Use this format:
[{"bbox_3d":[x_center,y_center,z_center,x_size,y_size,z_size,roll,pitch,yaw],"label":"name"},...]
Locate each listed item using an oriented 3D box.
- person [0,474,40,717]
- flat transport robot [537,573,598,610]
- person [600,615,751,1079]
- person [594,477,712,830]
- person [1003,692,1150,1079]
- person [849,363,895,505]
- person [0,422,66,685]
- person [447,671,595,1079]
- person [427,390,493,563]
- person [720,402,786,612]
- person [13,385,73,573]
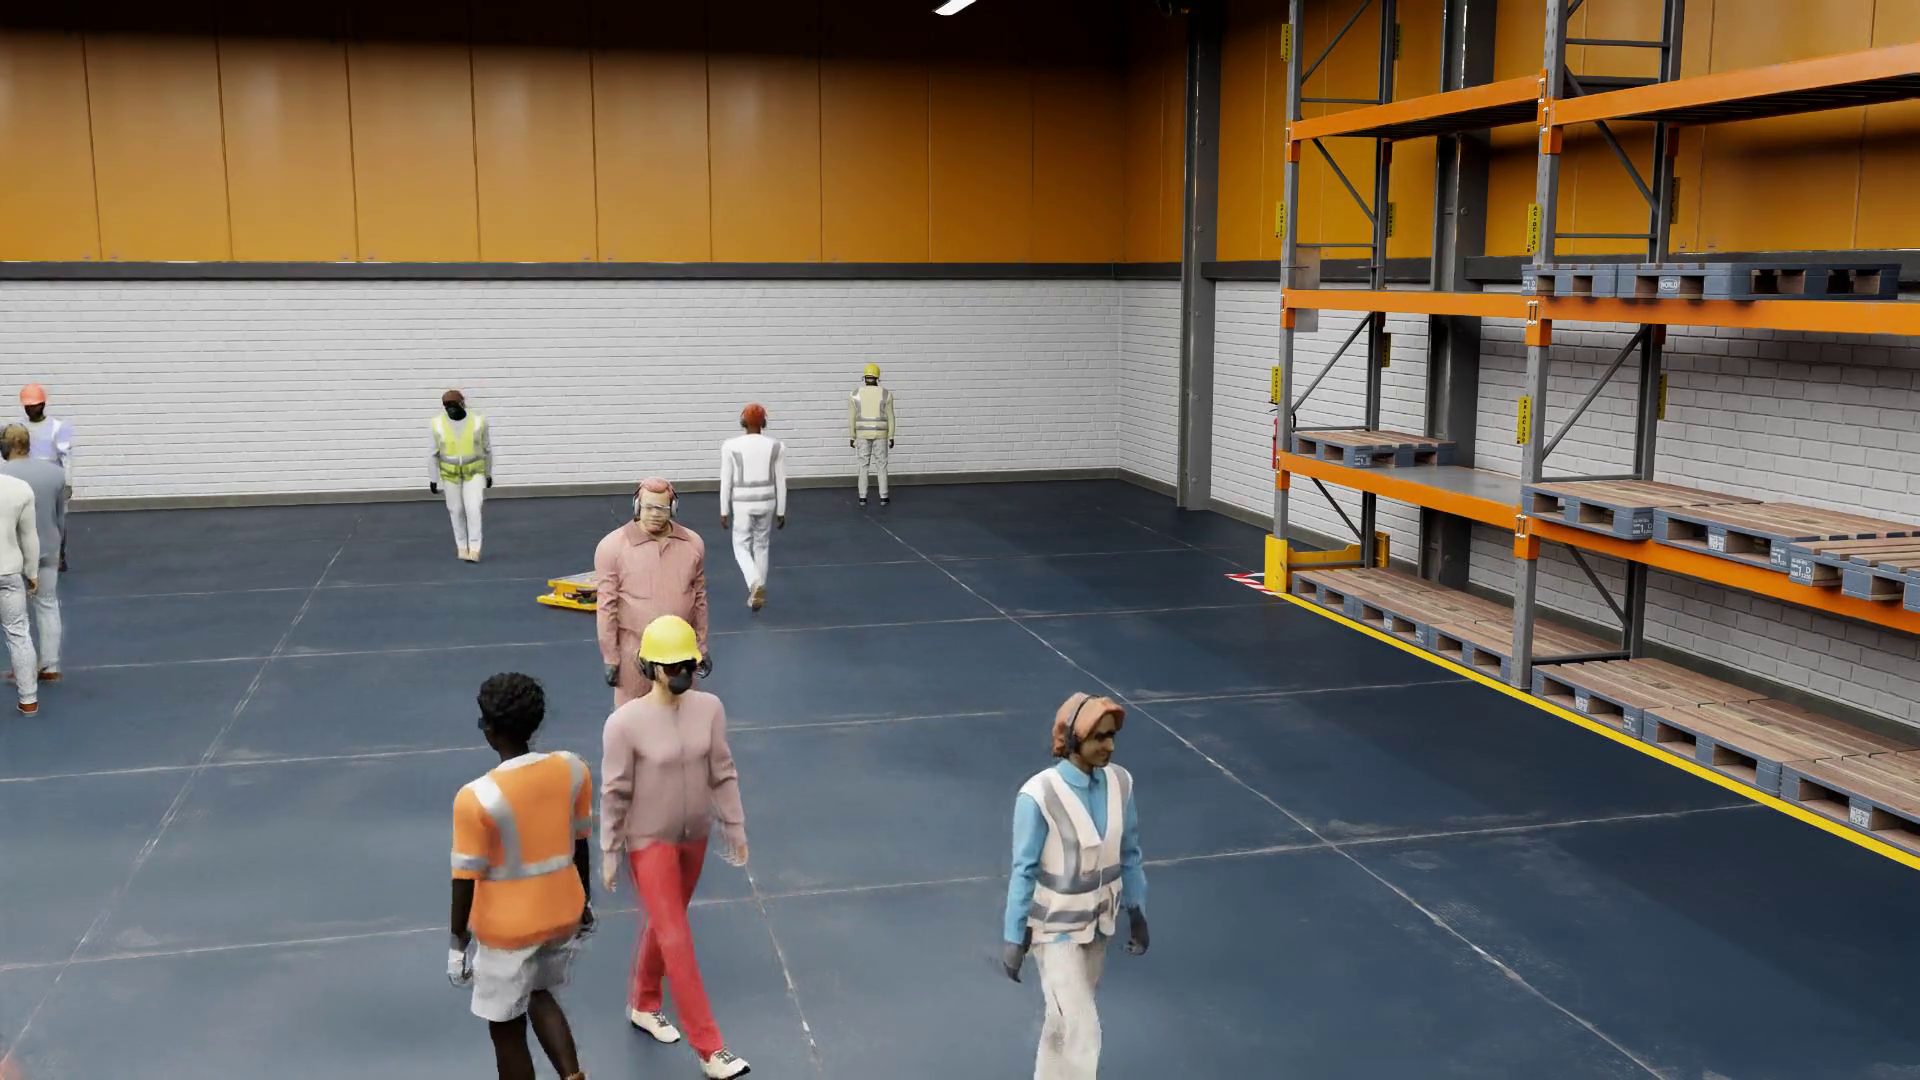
[{"bbox_3d":[-6.447,0.255,11.045,0.355,1.937,0.635,8,12,42],"label":"person"},{"bbox_3d":[-3.123,0.410,15.268,0.652,0.197,1.431,6,11,33],"label":"flat transport robot"},{"bbox_3d":[-1.020,1.135,6.202,0.877,1.717,0.547,8,12,42],"label":"person"},{"bbox_3d":[-1.636,0.604,8.989,0.636,1.903,0.404,-6,11,-32],"label":"person"},{"bbox_3d":[0.440,1.306,5.465,0.551,1.609,0.656,-9,13,-44],"label":"person"},{"bbox_3d":[-1.134,-1.362,21.466,0.595,1.831,0.403,0,9,3],"label":"person"},{"bbox_3d":[-6.750,0.106,12.022,0.458,1.921,0.639,5,10,29],"label":"person"},{"bbox_3d":[-1.446,1.269,5.495,0.386,1.676,0.594,6,11,34],"label":"person"},{"bbox_3d":[-5.143,-0.651,17.150,0.650,1.792,0.900,-2,9,-13],"label":"person"},{"bbox_3d":[-1.793,-0.273,14.574,0.587,1.863,0.691,-3,10,-19],"label":"person"},{"bbox_3d":[-8.994,-0.560,16.292,0.550,1.891,0.963,-3,10,-20],"label":"person"}]
